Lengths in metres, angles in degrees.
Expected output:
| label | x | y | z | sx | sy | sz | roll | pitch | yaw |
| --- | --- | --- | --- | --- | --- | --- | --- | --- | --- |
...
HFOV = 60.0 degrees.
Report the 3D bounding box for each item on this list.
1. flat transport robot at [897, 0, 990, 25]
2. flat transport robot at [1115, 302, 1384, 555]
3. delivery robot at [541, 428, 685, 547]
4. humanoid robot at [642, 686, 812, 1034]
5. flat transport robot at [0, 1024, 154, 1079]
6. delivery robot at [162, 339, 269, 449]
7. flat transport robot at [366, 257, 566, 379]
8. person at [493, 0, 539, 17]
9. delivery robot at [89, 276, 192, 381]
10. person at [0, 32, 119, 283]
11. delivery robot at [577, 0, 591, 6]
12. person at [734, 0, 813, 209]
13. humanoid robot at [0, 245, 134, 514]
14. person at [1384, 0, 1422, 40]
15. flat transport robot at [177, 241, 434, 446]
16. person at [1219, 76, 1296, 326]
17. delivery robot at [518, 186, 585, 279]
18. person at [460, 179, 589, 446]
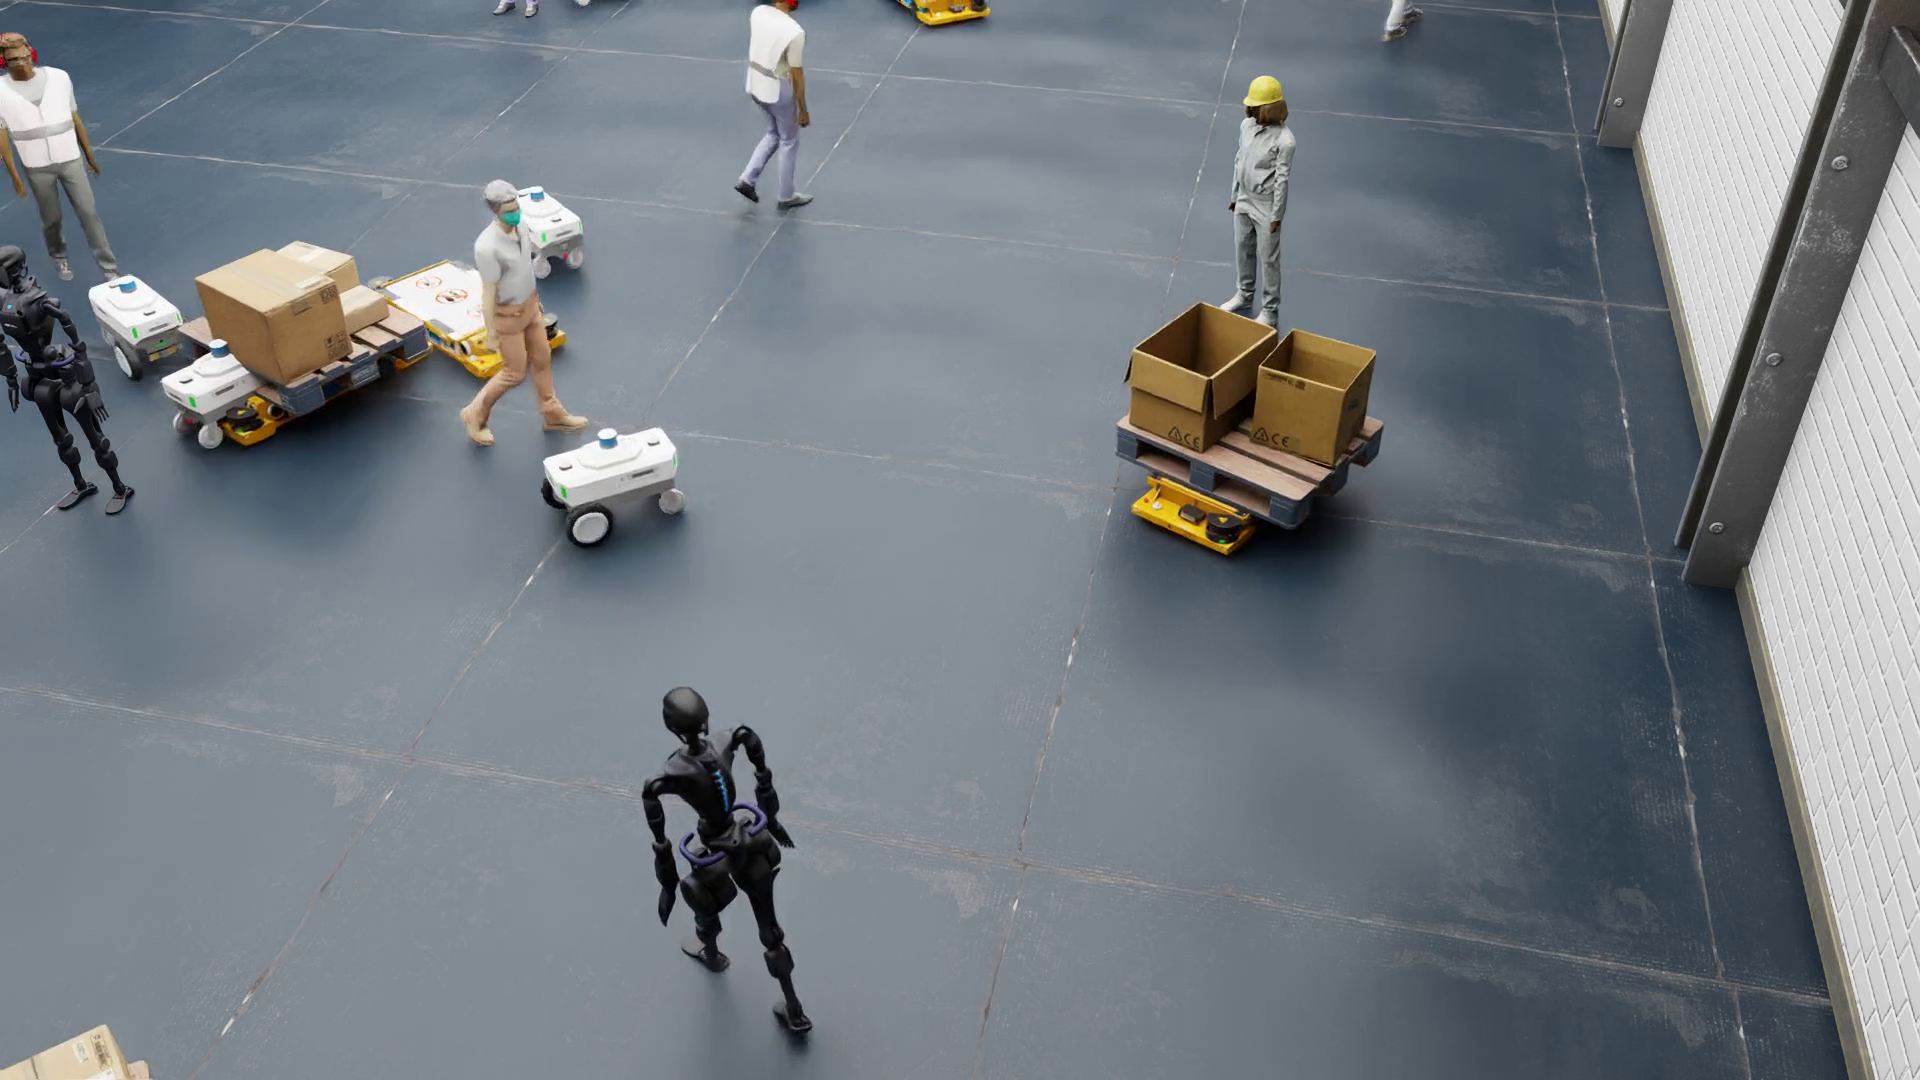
| label | x | y | z | sx | sy | sz | roll | pitch | yaw |
| --- | --- | --- | --- | --- | --- | --- | --- | --- | --- |
| flat transport robot | -0.318 | -5.448 | 16.509 | 0.659 | 0.231 | 1.431 | -17 | 40 | -22 |
| flat transport robot | 1.680 | -0.421 | 9.782 | 0.659 | 0.231 | 1.431 | 26 | 44 | 31 |
| delivery robot | -1.990 | -0.342 | 9.453 | 0.812 | 0.614 | 0.499 | -18 | 40 | -23 |
| humanoid robot | -0.894 | 1.227 | 6.446 | 0.611 | 1.617 | 0.782 | -29 | 45 | -33 |
| flat transport robot | -3.206 | 2.629 | 5.701 | 1.431 | 0.231 | 0.659 | -16 | 40 | -20 |
| delivery robot | -4.484 | -0.962 | 10.279 | 0.499 | 0.608 | 0.799 | 25 | 43 | 29 |
| flat transport robot | -3.369 | -1.528 | 11.264 | 1.431 | 0.231 | 0.659 | 29 | 46 | 33 |
| person | -4.326 | -5.939 | 15.854 | 0.570 | 1.837 | 0.375 | 8 | 37 | 10 |
| delivery robot | -5.369 | -1.424 | 10.902 | 0.815 | 0.614 | 0.499 | 31 | 46 | 34 |
| person | -6.219 | -2.581 | 11.384 | 0.572 | 1.838 | 0.702 | -28 | 45 | -32 |
| delivery robot | -3.552 | -5.676 | 16.589 | 0.809 | 0.611 | 0.499 | -23 | 42 | -27 |
| person | -1.357 | -3.275 | 12.308 | 0.538 | 1.812 | 0.609 | -26 | 44 | -30 |
| humanoid robot | -5.008 | -0.876 | 9.205 | 0.599 | 1.653 | 0.315 | 8 | 37 | 10 |
| person | 4.303 | -5.630 | 15.428 | 0.840 | 1.851 | 0.571 | -27 | 44 | -31 |
| flat transport robot | -4.169 | -1.087 | 10.674 | 0.659 | 0.231 | 1.431 | 24 | 43 | 29 |
| person | 1.961 | -2.218 | 10.967 | 0.346 | 1.732 | 0.482 | -22 | 42 | -27 |
| delivery robot | -3.043 | -2.262 | 12.016 | 0.521 | 0.607 | 0.778 | -26 | 44 | -30 |
| person | -2.698 | -1.338 | 9.812 | 0.677 | 1.720 | 0.533 | 6 | 37 | 8 |
